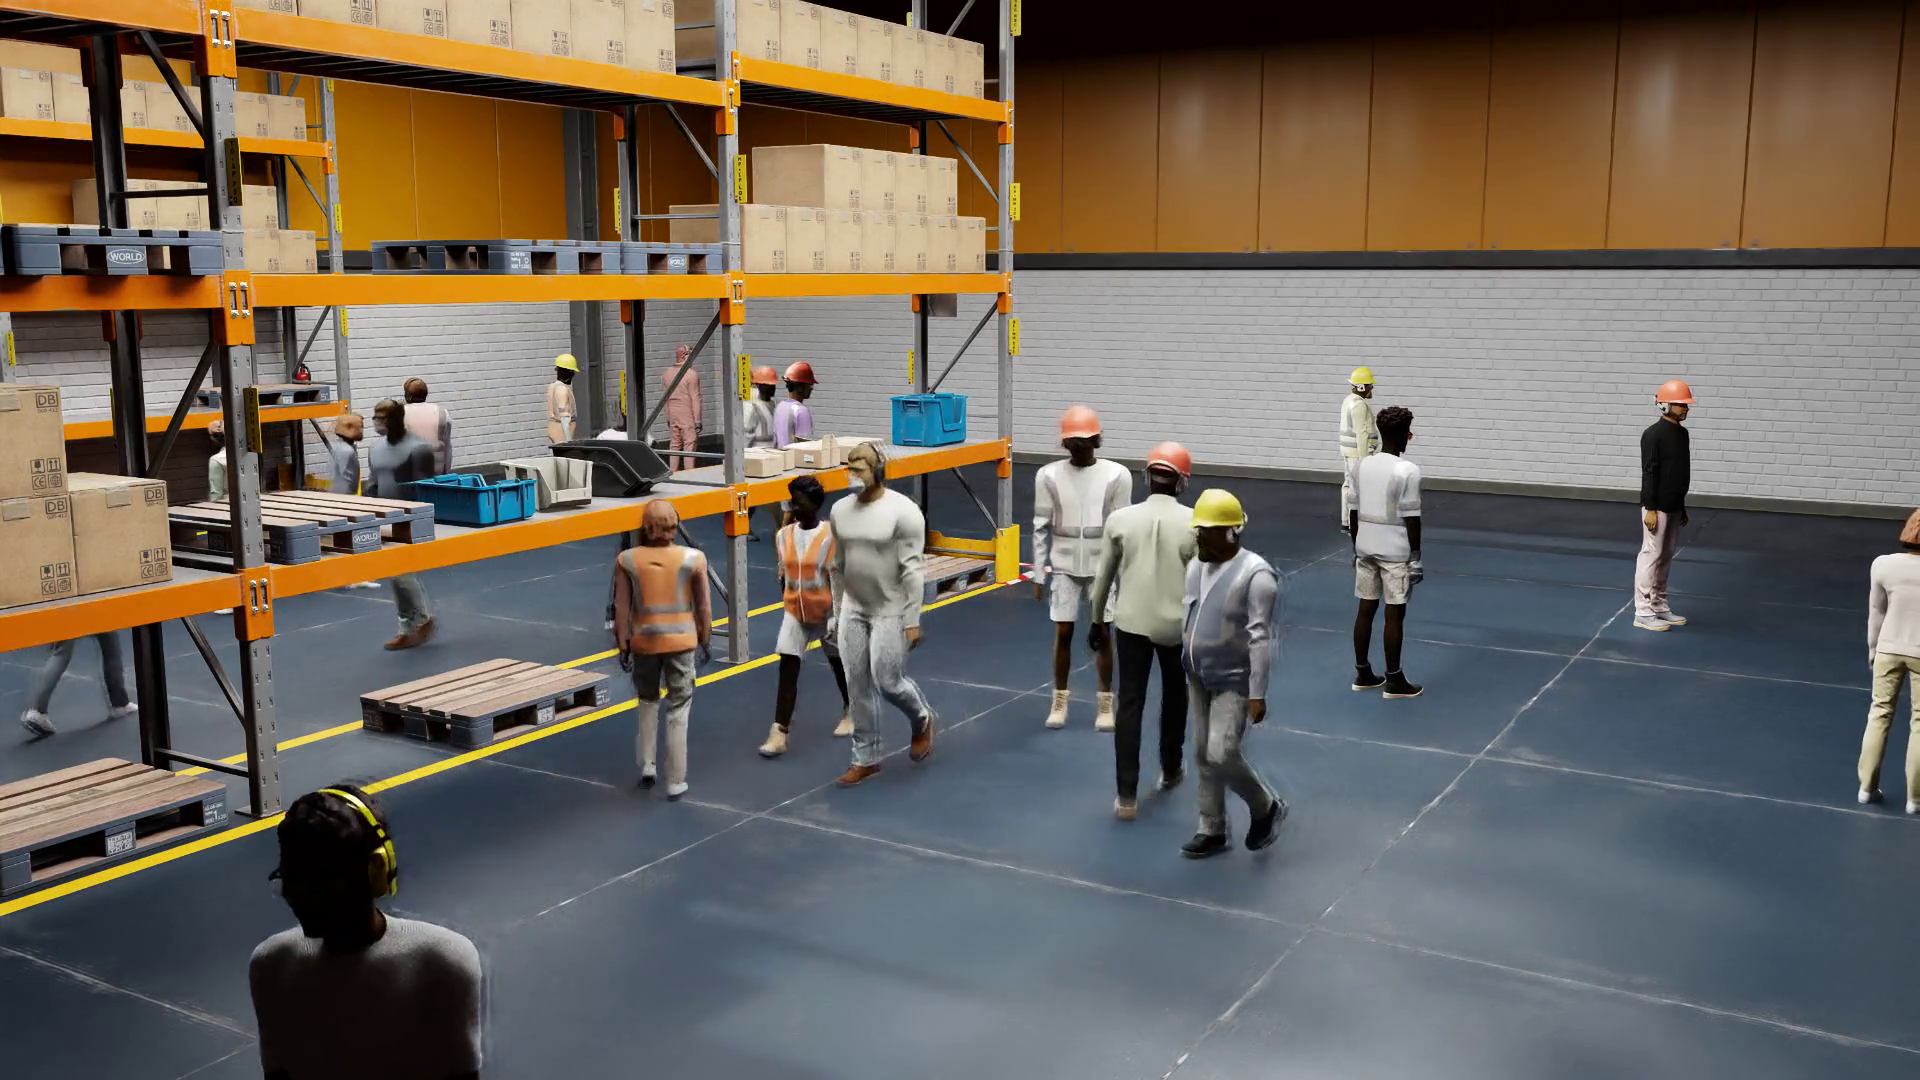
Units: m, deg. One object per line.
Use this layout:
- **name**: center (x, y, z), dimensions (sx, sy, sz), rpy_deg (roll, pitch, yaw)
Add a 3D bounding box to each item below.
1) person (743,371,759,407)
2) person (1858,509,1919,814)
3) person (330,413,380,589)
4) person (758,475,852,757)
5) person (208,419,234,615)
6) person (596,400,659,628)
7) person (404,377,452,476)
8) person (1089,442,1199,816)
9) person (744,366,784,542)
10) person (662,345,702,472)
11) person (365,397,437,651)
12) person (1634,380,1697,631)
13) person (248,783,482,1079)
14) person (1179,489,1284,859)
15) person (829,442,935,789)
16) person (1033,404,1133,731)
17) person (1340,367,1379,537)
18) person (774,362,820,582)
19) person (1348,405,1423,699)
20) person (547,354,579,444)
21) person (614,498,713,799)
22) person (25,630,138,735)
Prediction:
- **person**: center (-2.729, -1.447, 21.882), dimensions (0.561, 1.584, 0.819), rpy_deg (-1, 9, -5)
- **person**: center (5.044, 0.629, 8.791), dimensions (0.284, 1.626, 0.492), rpy_deg (-8, 12, -39)
- **person**: center (-5.549, -0.329, 14.797), dimensions (0.599, 1.610, 0.515), rpy_deg (-3, 10, -21)
- **person**: center (-0.884, 0.431, 9.934), dimensions (0.521, 1.649, 0.874), rpy_deg (4, 10, 24)
- **person**: center (-6.072, -0.194, 13.895), dimensions (0.315, 1.635, 0.515), rpy_deg (1, 9, 8)
- **person**: center (-2.591, -0.260, 13.522), dimensions (0.615, 1.880, 0.881), rpy_deg (5, 11, 30)
- **person**: center (-5.219, -0.647, 16.073), dimensions (0.626, 1.846, 0.429), rpy_deg (-7, 12, -38)
- **person**: center (1.054, 0.447, 8.921), dimensions (0.733, 1.931, 0.964), rpy_deg (3, 10, 17)
- **person**: center (-2.015, -0.874, 17.365), dimensions (0.996, 1.890, 0.546), rpy_deg (5, 10, 27)
- **person**: center (-3.593, -1.594, 21.788), dimensions (0.645, 1.907, 0.400), rpy_deg (7, 12, 39)
- **person**: center (-4.222, -0.110, 12.473), dimensions (0.649, 1.919, 0.448), rpy_deg (6, 11, 32)
- **person**: center (5.651, -0.281, 13.318), dimensions (0.612, 1.995, 0.382), rpy_deg (-8, 12, -42)
- **person**: center (-1.174, 1.378, 3.409), dimensions (0.541, 1.852, 0.480), rpy_deg (2, 9, 9)
- **person**: center (1.278, 0.655, 8.021), dimensions (0.443, 1.818, 0.618), rpy_deg (-5, 11, -30)
- **person**: center (-0.434, 0.401, 9.265), dimensions (0.639, 1.926, 0.606), rpy_deg (6, 11, 33)
- **person**: center (0.768, 0.175, 10.334), dimensions (0.627, 2.041, 0.395), rpy_deg (1, 9, 9)
- **person**: center (4.319, -0.951, 18.002), dimensions (0.404, 1.832, 0.595), rpy_deg (0, 9, -2)
- **person**: center (-1.458, -0.598, 15.148), dimensions (0.382, 2.040, 0.616), rpy_deg (-5, 11, -30)
- **person**: center (2.868, 0.078, 11.177), dimensions (0.369, 1.962, 0.601), rpy_deg (-6, 11, -31)
- **person**: center (-4.560, -1.186, 19.207), dimensions (0.379, 1.918, 0.585), rpy_deg (-4, 10, -25)
- **person**: center (-1.607, 0.588, 9.062), dimensions (0.512, 1.624, 0.461), rpy_deg (0, 9, 3)
- **person**: center (-5.522, 0.394, 10.364), dimensions (0.505, 1.599, 0.814), rpy_deg (2, 9, 12)
